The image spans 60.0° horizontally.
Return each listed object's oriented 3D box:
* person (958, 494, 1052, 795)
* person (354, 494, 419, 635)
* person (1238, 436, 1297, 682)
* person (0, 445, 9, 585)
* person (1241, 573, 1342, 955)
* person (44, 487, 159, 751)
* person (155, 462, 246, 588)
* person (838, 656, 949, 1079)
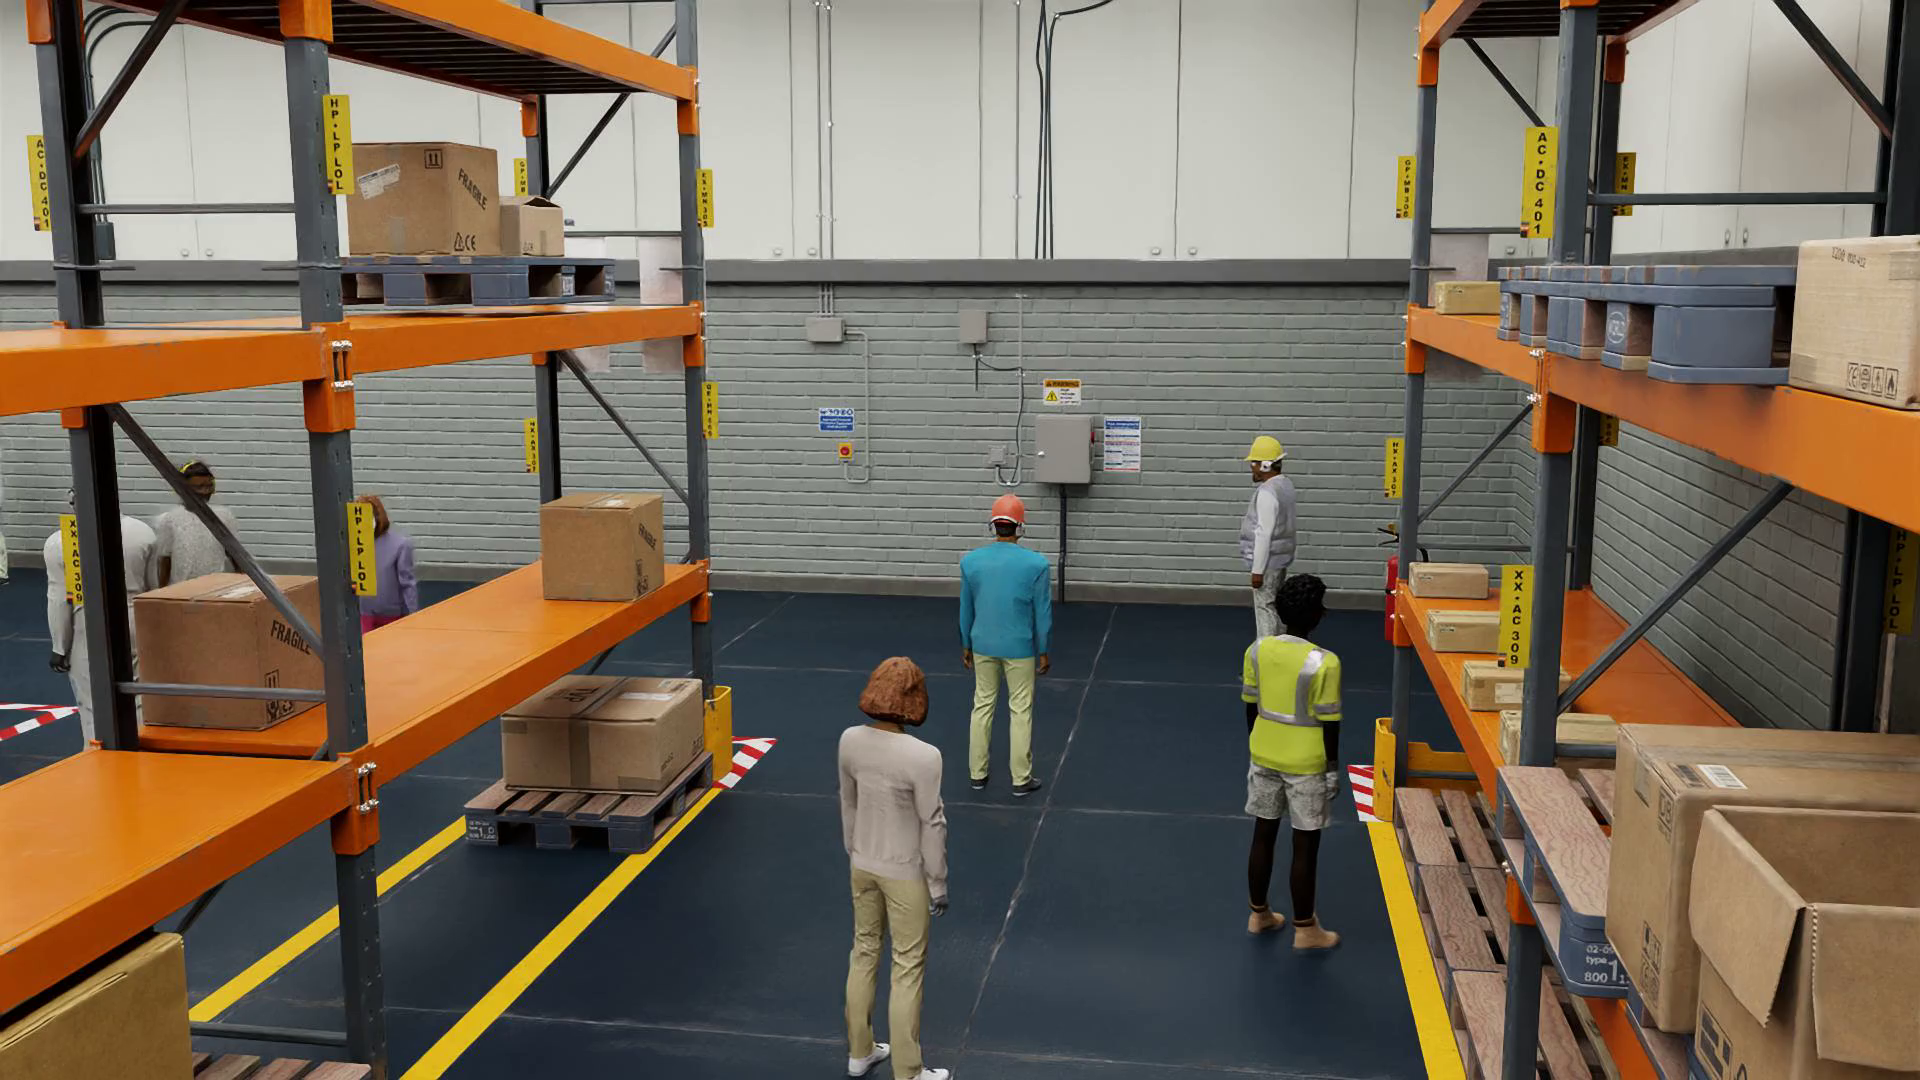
[{"bbox_3d":[0.269,0.601,9.735,0.578,1.739,0.389,4,10,25],"label":"person"},{"bbox_3d":[-3.810,0.479,10.875,0.512,1.608,0.695,-3,10,-19],"label":"person"},{"bbox_3d":[2.267,0.145,12.279,0.403,1.823,0.593,4,10,24],"label":"person"},{"bbox_3d":[-9.444,-0.412,15.977,0.574,1.738,0.352,3,10,21],"label":"person"},{"bbox_3d":[1.487,0.990,7.444,0.321,1.696,0.537,-7,12,-38],"label":"person"},{"bbox_3d":[-4.921,0.545,9.550,0.405,1.908,0.653,6,11,32],"label":"person"},{"bbox_3d":[-4.866,0.408,10.755,0.909,1.836,0.538,8,12,40],"label":"person"},{"bbox_3d":[-0.246,1.234,6.163,0.501,1.628,0.267,8,12,40],"label":"person"}]
